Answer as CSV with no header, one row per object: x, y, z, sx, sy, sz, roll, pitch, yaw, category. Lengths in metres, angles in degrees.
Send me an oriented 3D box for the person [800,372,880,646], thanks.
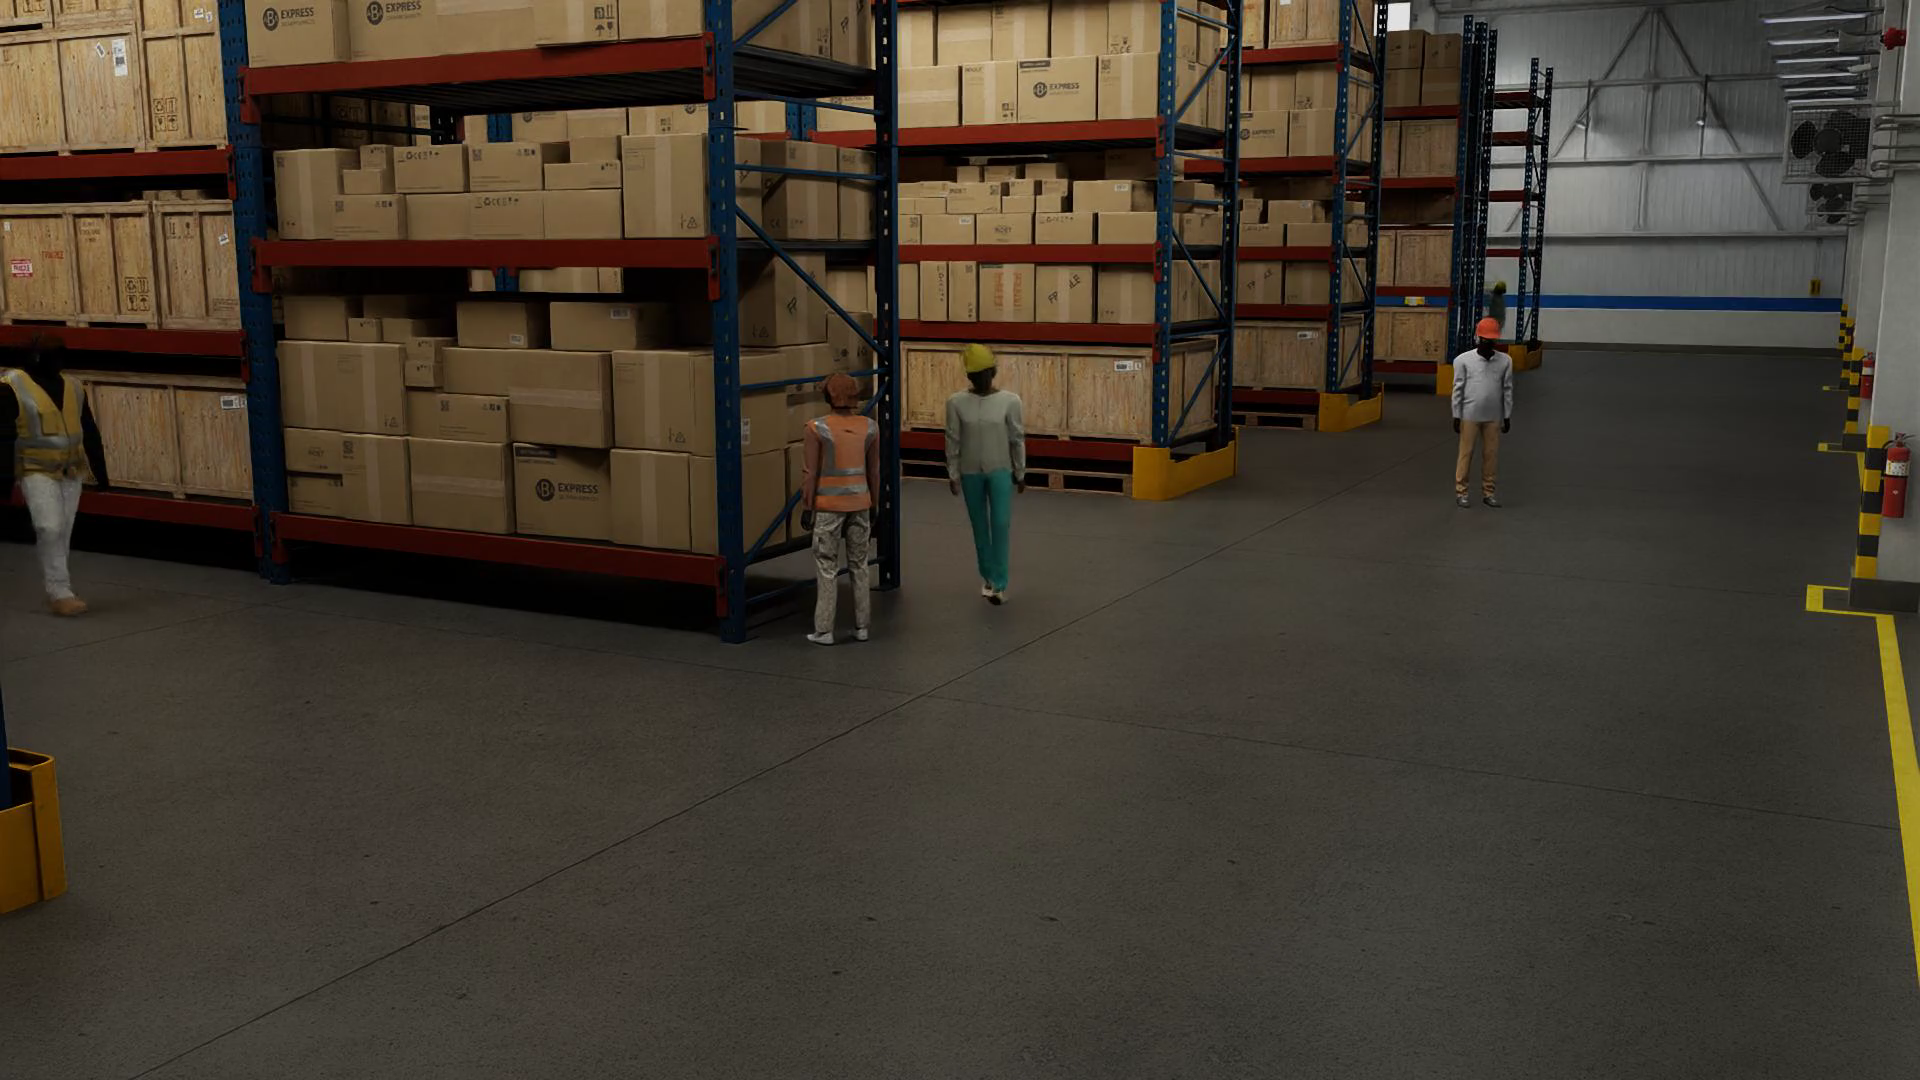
-0.703,-0.182,9.917,0.525,1.632,0.314,-6,12,-32,person

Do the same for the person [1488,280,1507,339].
11.843,-4.843,36.606,0.498,1.726,0.369,-5,11,-29,person

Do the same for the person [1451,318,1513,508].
4.784,-1.158,15.234,0.567,1.744,0.351,0,10,-2,person

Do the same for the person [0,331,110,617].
-5.774,-0.425,10.744,0.684,1.824,0.660,4,11,23,person

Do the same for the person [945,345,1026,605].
0.156,-0.422,11.033,0.525,1.717,0.881,2,10,9,person
